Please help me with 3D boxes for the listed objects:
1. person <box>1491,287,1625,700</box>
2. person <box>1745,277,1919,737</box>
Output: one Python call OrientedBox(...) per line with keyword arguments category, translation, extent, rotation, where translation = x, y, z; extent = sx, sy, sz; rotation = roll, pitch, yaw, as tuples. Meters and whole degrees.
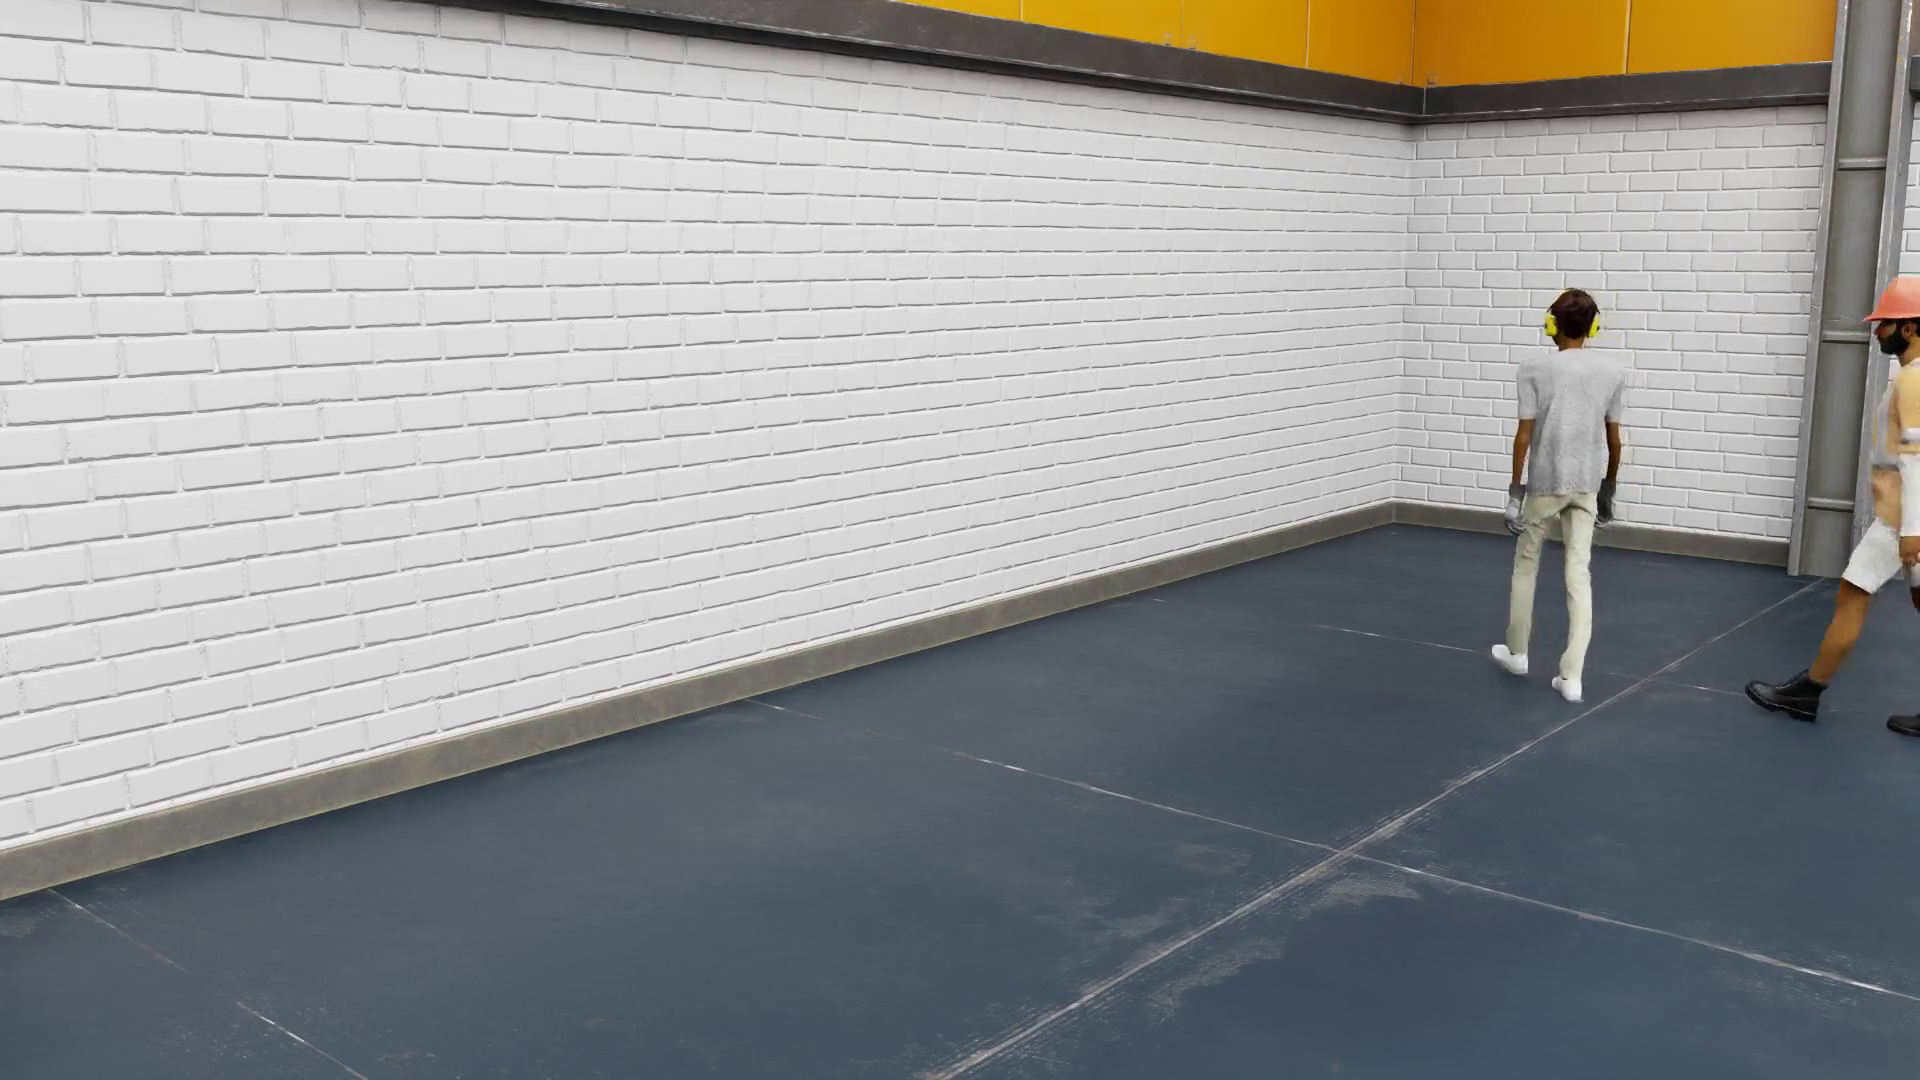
OrientedBox(category="person", translation=(2.750, -0.232, 7.686), extent=(0.559, 1.836, 0.846), rotation=(0, 10, 2))
OrientedBox(category="person", translation=(3.829, -0.135, 6.953), extent=(0.940, 1.891, 0.564), rotation=(9, 13, 41))
